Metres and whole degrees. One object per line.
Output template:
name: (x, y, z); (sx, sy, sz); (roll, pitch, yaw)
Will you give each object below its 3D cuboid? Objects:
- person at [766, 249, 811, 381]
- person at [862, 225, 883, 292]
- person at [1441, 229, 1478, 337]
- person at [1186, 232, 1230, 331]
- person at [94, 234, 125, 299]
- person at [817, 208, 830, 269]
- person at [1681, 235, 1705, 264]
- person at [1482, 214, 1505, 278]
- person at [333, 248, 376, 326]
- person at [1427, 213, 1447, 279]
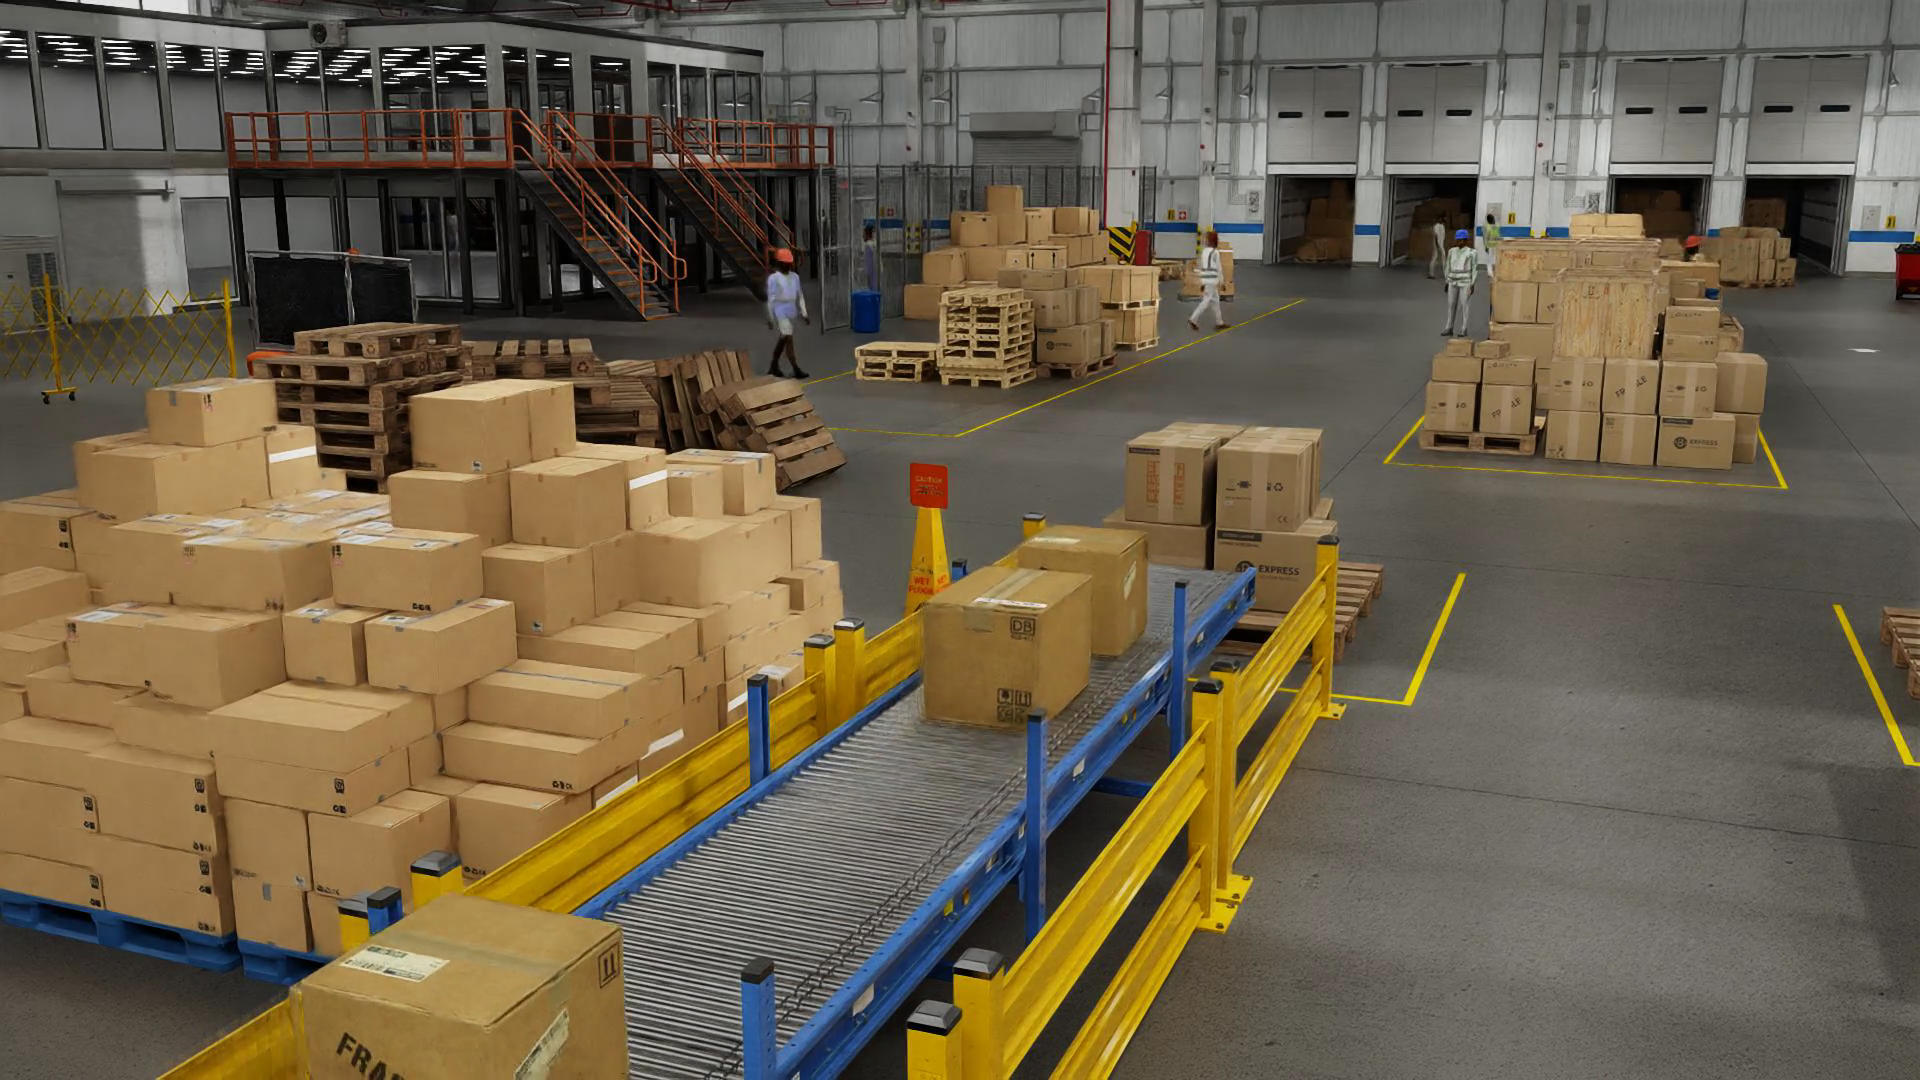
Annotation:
person: (-2.517, -3.266, 24.098); (0.989, 1.891, 0.563); (11, 17, 42)
person: (-1.832, -5.416, 33.723); (0.536, 1.899, 0.591); (2, 13, 9)
person: (9.089, -4.670, 30.238); (0.396, 1.949, 0.602); (-12, 17, -43)
person: (4.677, -4.861, 31.321); (0.933, 1.855, 0.580); (-3, 13, -14)
person: (-17.956, -5.722, 35.165); (0.646, 1.857, 1.037); (6, 14, 25)
person: (-4.191, -9.181, 50.709); (0.508, 1.847, 0.345); (-9, 16, -36)
person: (12.724, -4.301, 28.705); (0.639, 1.899, 0.598); (11, 16, 39)
person: (14.905, -8.200, 46.450); (0.708, 1.796, 0.597); (0, 13, -1)
person: (-8.809, -3.300, 24.245); (0.573, 1.884, 0.356); (-7, 14, -29)
person: (13.287, -8.082, 45.810); (0.539, 1.825, 0.928); (-12, 17, -42)
